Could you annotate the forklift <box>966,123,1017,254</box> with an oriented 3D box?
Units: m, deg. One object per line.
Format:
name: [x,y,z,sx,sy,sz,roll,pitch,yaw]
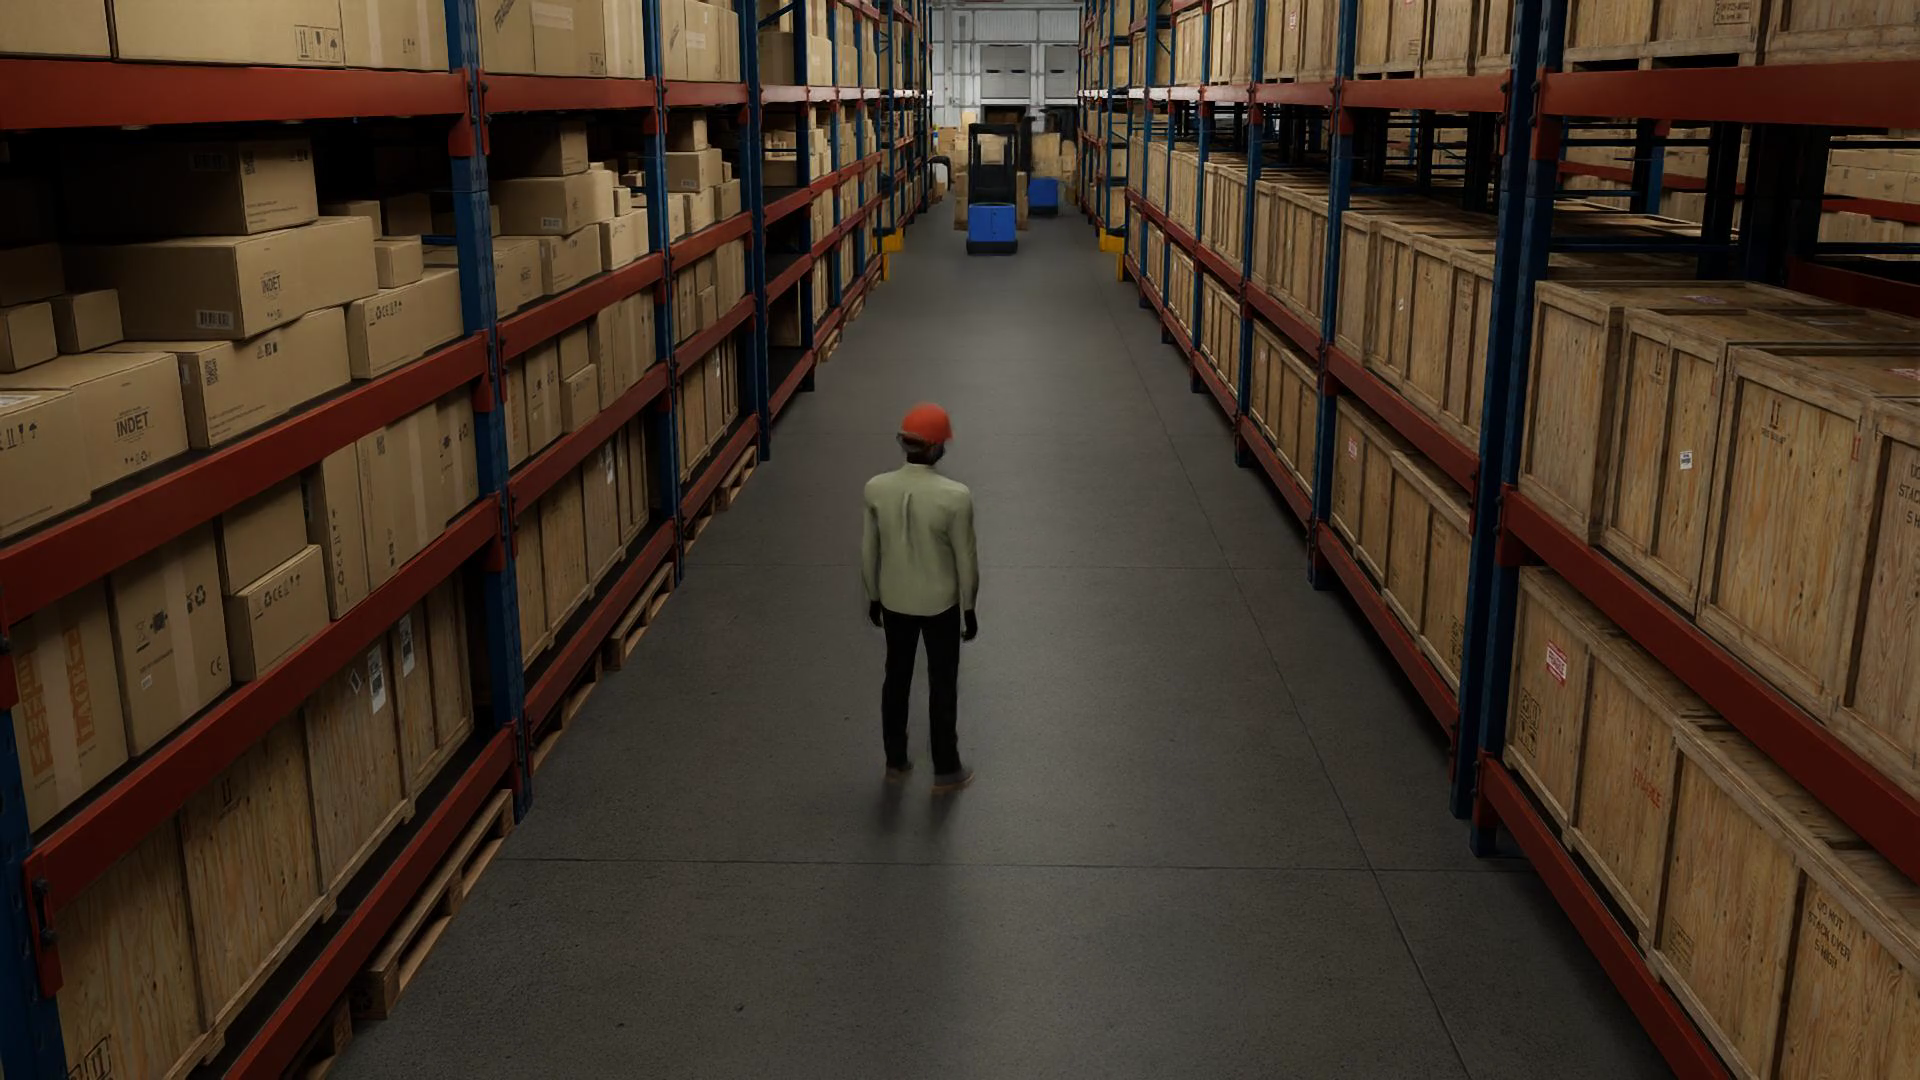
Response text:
forklift: [0.714,-7.793,36.786,1.129,2.768,1.873,0,15,1]

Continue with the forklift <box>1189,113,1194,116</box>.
forklift: [8.045,-13.284,57.216,1.129,2.768,1.873,0,15,1]

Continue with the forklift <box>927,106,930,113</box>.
forklift: [-2.001,-20.667,84.687,1.129,2.768,1.873,0,15,2]

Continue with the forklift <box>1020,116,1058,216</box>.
forklift: [1.893,-10.737,47.742,1.873,2.768,1.129,0,15,2]

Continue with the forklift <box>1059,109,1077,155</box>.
forklift: [4.571,-17.087,71.366,1.873,2.768,1.129,-5,16,-17]

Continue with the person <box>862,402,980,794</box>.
person: [-0.182,0.293,8.385,0.622,1.990,0.401,6,16,22]
